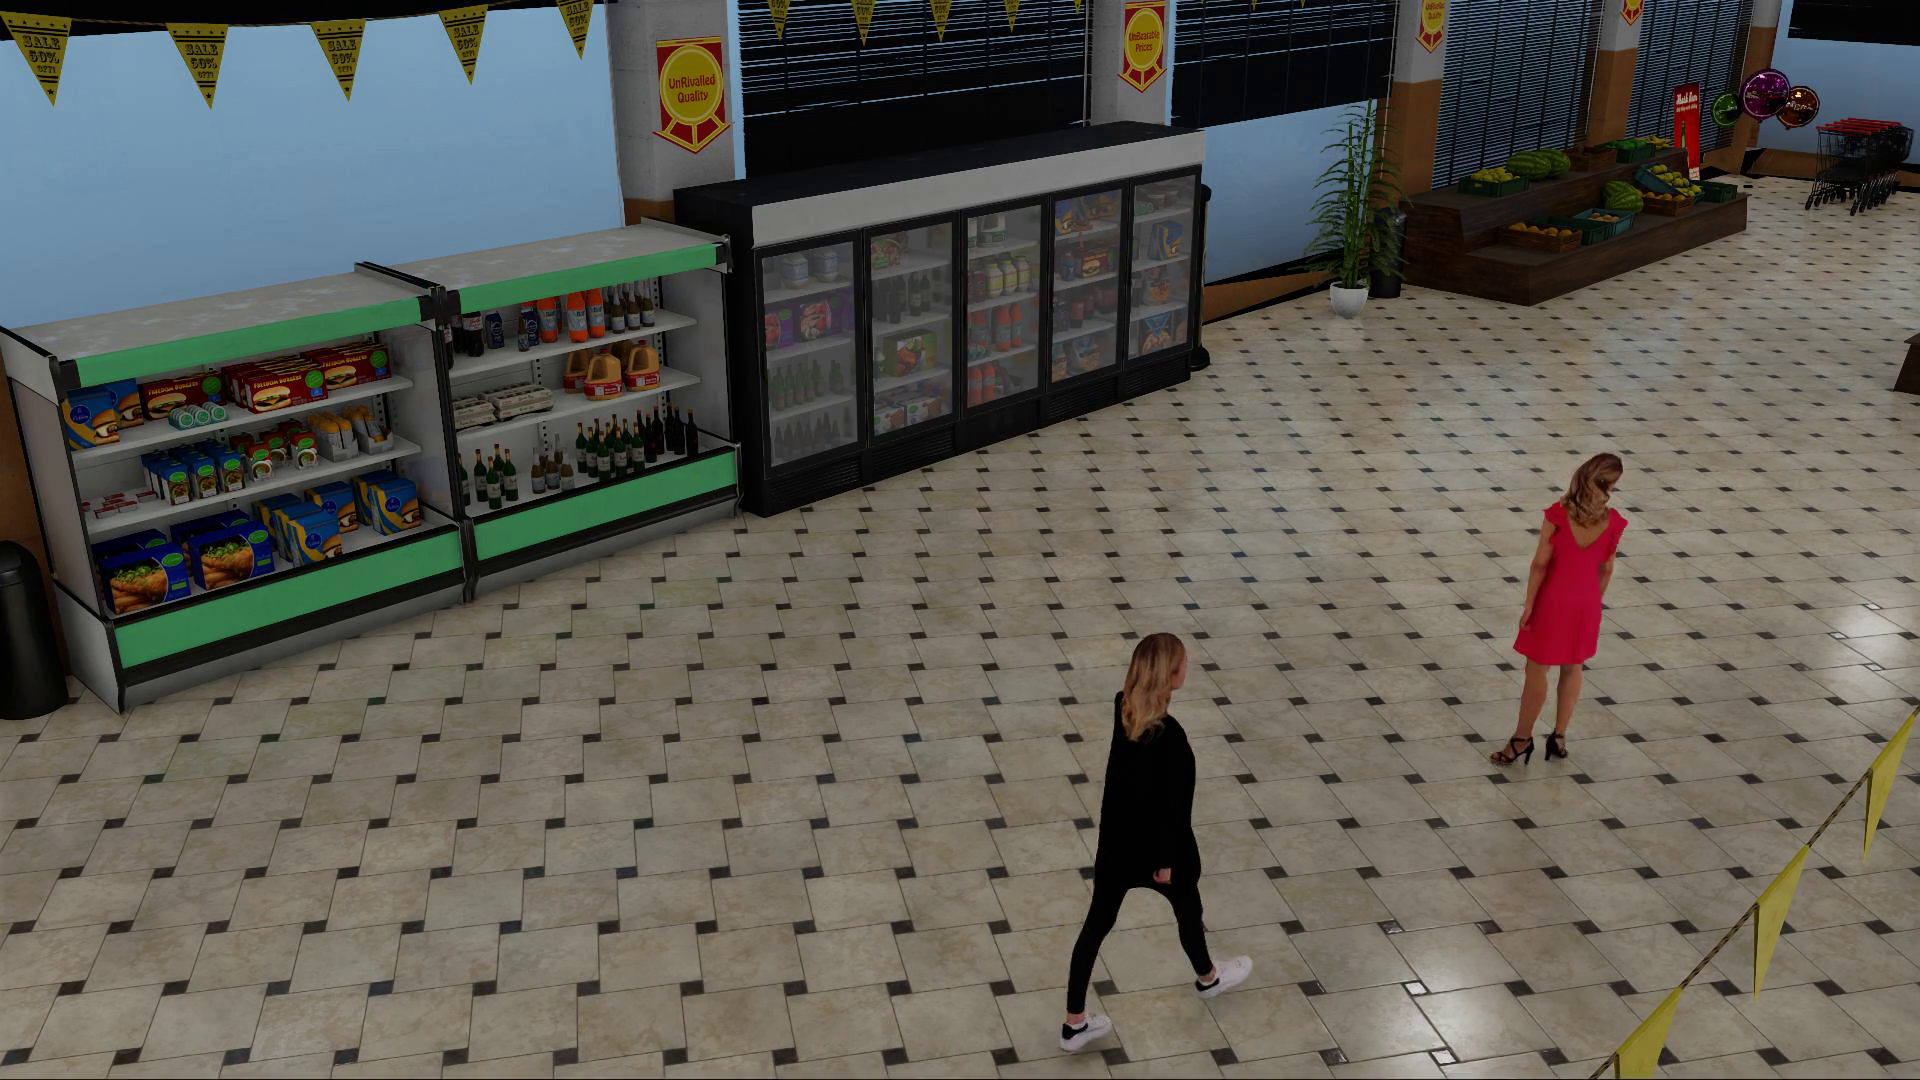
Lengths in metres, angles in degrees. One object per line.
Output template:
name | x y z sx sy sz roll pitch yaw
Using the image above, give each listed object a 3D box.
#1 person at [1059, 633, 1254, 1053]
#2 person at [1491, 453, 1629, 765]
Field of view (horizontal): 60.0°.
person | 0.634 1.227 6.477 1.214 1.747 0.801 -14 26 -31
person | 3.105 0.382 8.647 0.758 1.696 0.814 -4 22 -10
